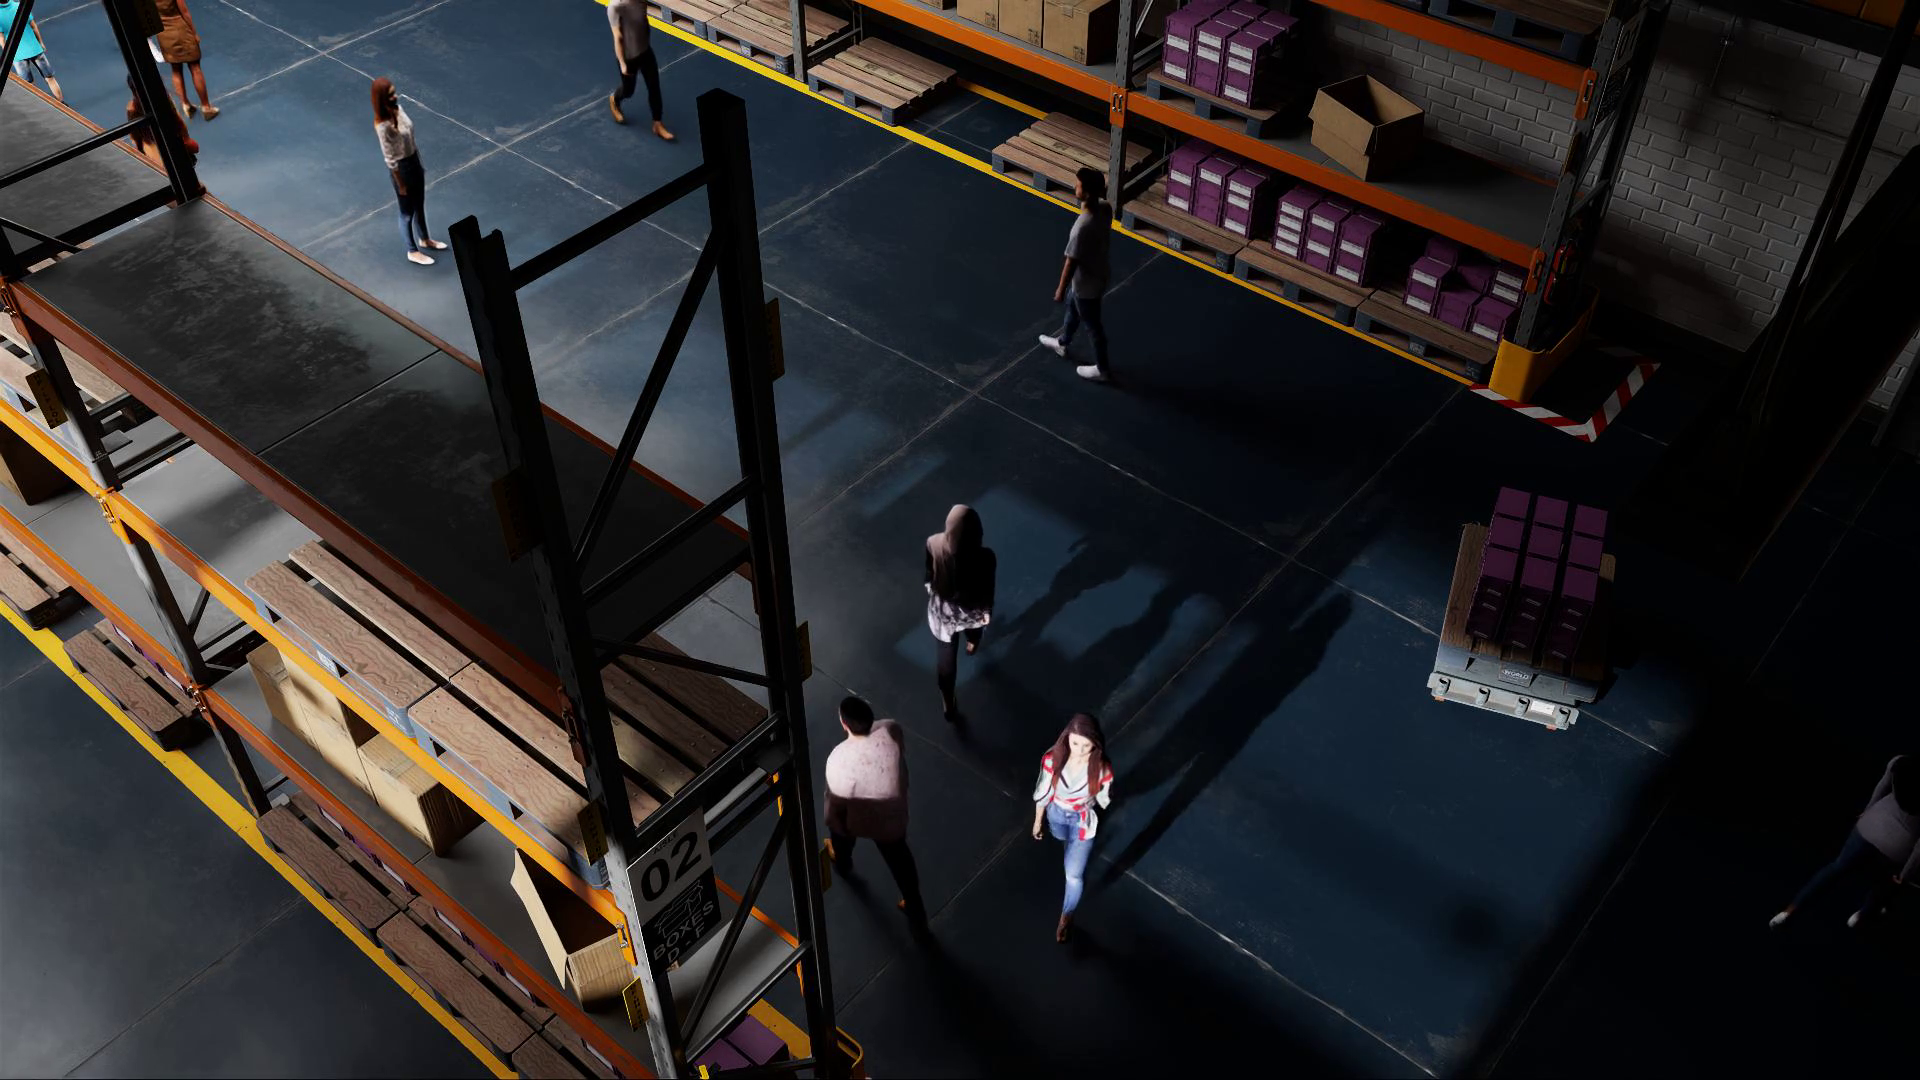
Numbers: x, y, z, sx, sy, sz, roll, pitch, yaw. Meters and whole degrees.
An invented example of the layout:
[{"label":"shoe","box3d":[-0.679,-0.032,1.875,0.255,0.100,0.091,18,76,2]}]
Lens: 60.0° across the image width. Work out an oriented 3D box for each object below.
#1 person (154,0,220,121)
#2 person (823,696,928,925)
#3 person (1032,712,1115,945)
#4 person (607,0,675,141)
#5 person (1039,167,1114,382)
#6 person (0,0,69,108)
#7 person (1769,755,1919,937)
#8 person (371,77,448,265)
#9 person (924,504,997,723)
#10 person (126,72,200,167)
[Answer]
[{"label":"person","box3d":[-7.636,-4.911,16.199,0.607,1.684,0.701,5,44,5]},{"label":"person","box3d":[-0.467,1.524,9.428,0.901,1.707,1.197,-24,48,-23]},{"label":"person","box3d":[0.649,1.506,9.539,1.089,1.580,0.924,13,45,13]},{"label":"person","box3d":[-3.172,-4.691,15.961,0.695,1.693,1.069,-32,52,-29]},{"label":"person","box3d":[1.097,-2.041,13.060,1.038,1.859,0.834,17,46,17]},{"label":"person","box3d":[-9.140,-4.800,16.253,0.555,1.448,0.529,-30,51,-28]},{"label":"person","box3d":[5.080,1.698,9.241,0.974,1.712,1.099,-17,46,-17]},{"label":"person","box3d":[-4.811,-3.205,14.376,0.660,1.729,0.649,7,44,7]},{"label":"person","box3d":[-0.028,0.475,10.616,1.139,1.588,1.058,7,44,7]},{"label":"person","box3d":[-6.843,-3.282,14.493,1.205,1.679,0.778,25,49,24]}]
